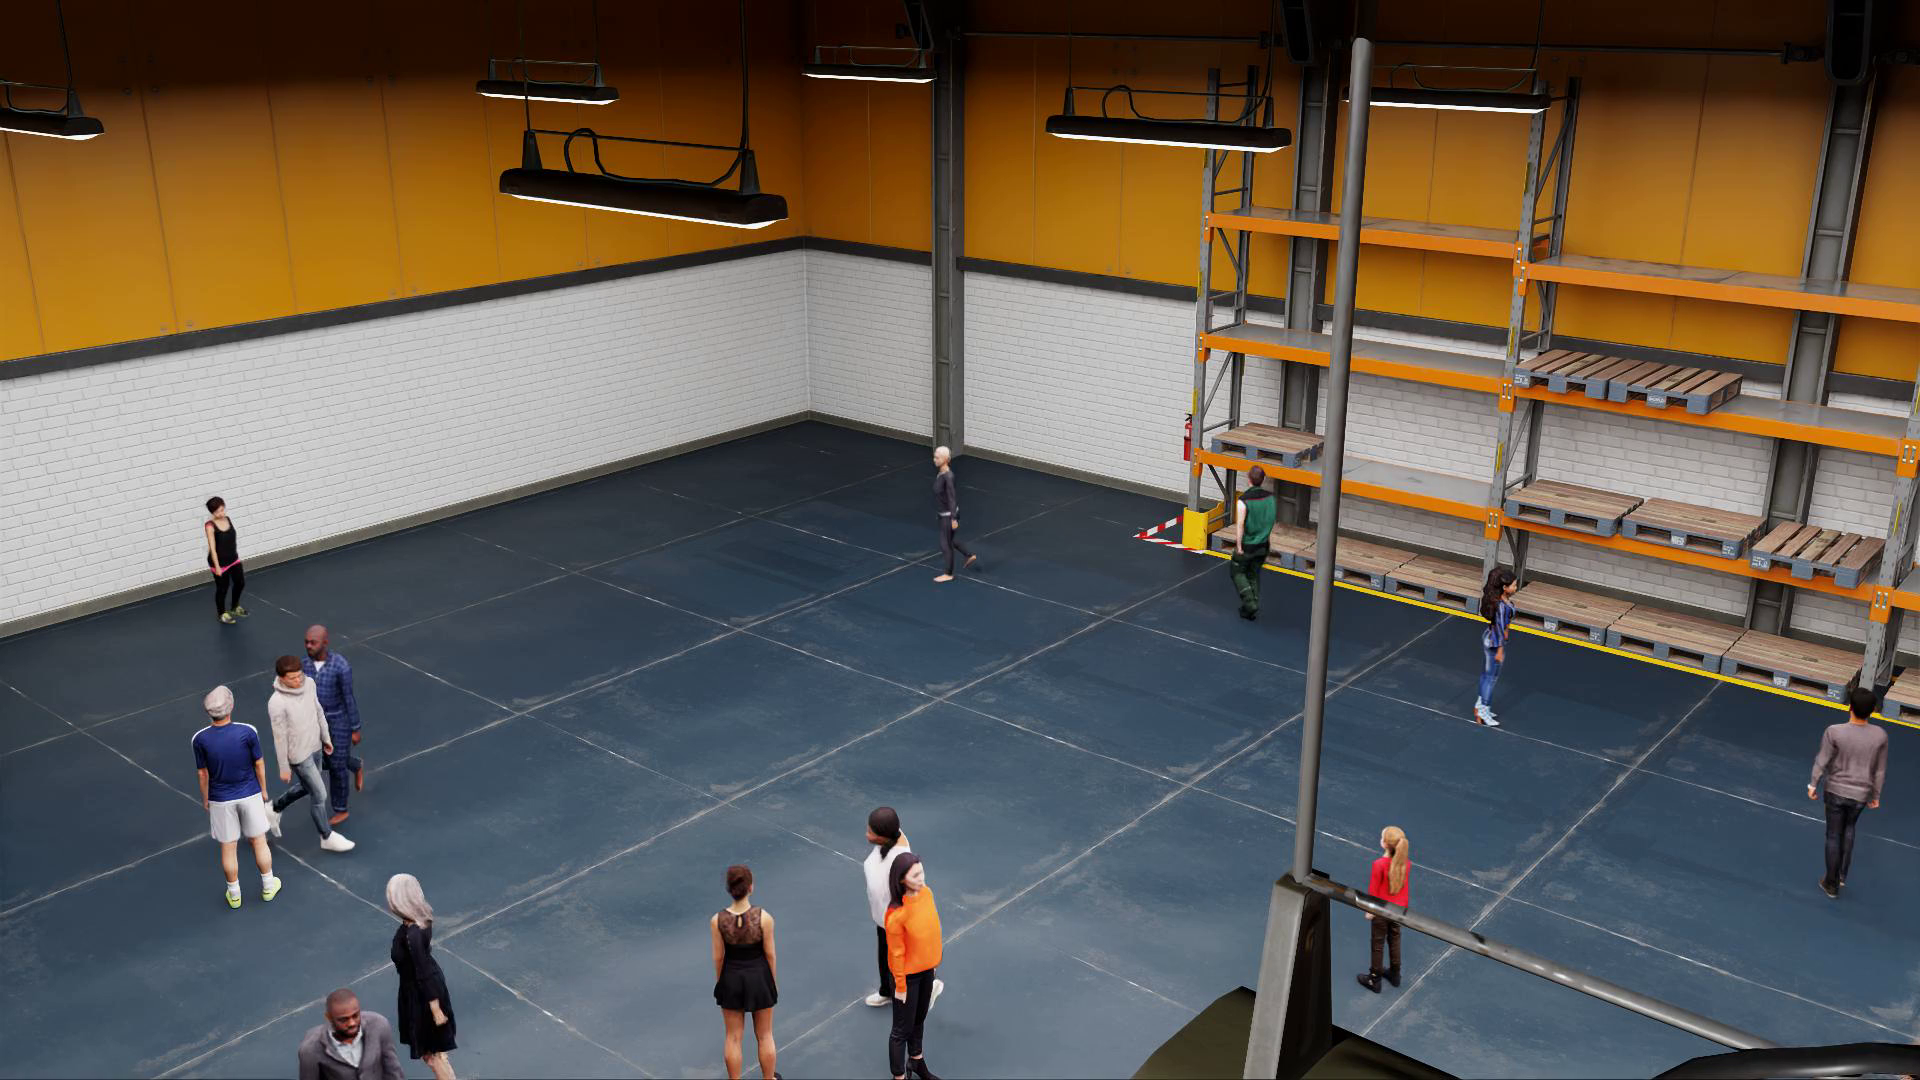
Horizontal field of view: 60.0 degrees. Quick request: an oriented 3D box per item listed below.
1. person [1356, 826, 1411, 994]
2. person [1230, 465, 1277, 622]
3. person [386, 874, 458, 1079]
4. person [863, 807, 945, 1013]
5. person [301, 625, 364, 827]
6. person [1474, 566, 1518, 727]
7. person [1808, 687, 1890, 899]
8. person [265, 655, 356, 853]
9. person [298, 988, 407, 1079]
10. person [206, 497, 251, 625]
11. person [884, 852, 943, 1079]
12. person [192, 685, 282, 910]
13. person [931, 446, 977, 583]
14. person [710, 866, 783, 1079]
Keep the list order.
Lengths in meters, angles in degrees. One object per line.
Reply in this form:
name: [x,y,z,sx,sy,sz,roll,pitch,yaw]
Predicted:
person: [3.088,2.654,12.022,0.545,1.282,0.568,-11,21,-29]
person: [3.357,0.062,18.855,0.798,1.833,0.865,-7,20,-21]
person: [-3.340,2.931,10.515,0.889,1.718,0.776,-11,22,-30]
person: [-0.411,2.602,11.570,0.960,1.669,0.901,-1,19,-3]
person: [-5.420,1.554,14.487,1.055,1.795,0.984,5,19,14]
person: [5.247,1.028,16.314,0.702,1.625,0.691,4,19,11]
person: [7.019,2.031,13.120,0.825,1.763,0.709,-13,22,-33]
person: [-5.548,1.765,13.834,1.219,1.812,1.029,3,19,9]
person: [-3.422,3.261,9.414,0.861,1.797,0.939,-13,23,-34]
person: [-8.380,0.219,18.873,0.694,1.525,0.675,3,19,8]
person: [-0.319,2.818,10.804,0.619,1.748,0.660,10,21,27]
person: [-5.697,2.007,13.072,0.719,1.839,0.714,-8,20,-21]
person: [-0.090,-0.335,20.235,0.938,1.706,0.898,-3,19,-10]
person: [-1.391,2.861,10.778,0.672,1.684,0.738,-1,19,-2]
